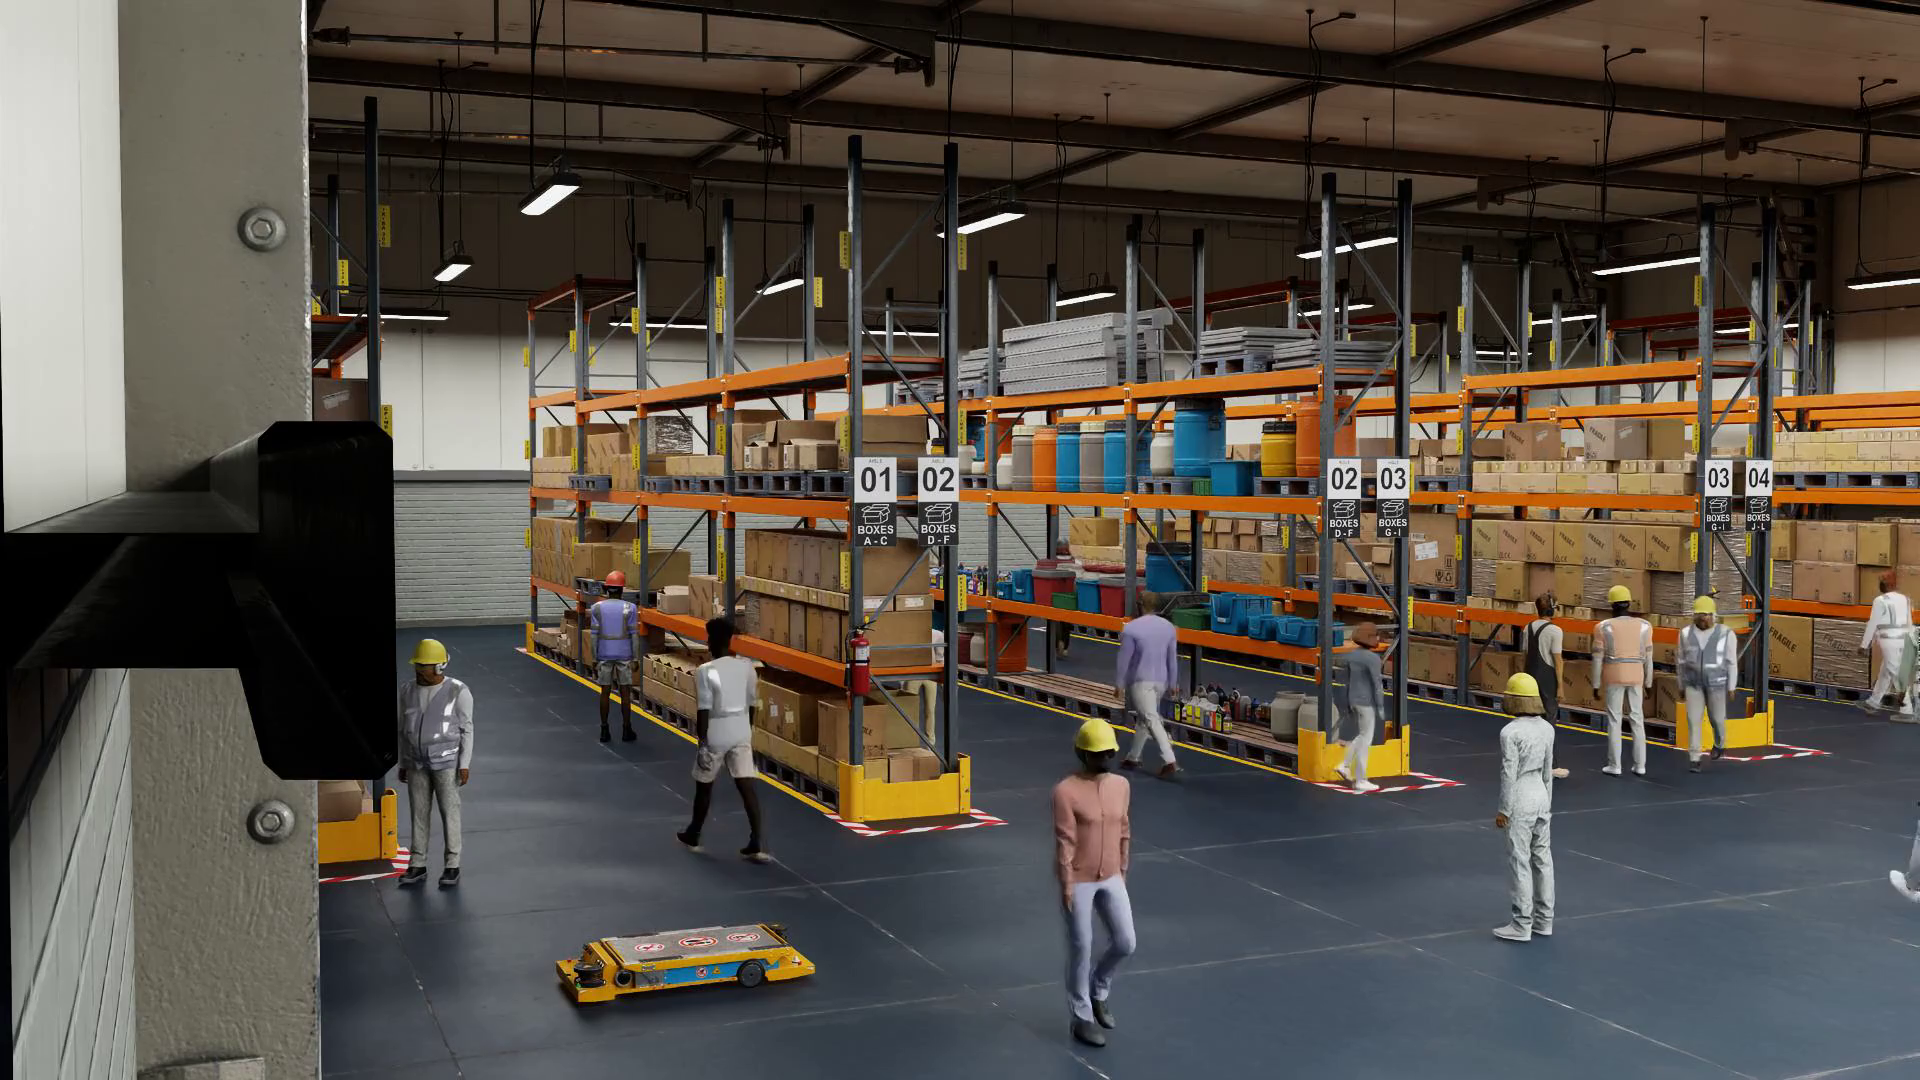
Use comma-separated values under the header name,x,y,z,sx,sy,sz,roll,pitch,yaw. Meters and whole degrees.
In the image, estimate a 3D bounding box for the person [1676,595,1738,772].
name,x,y,z,sx,sy,sz,roll,pitch,yaw
person,7.704,1.462,18.455,0.610,1.810,0.653,1,3,34

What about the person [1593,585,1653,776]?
name,x,y,z,sx,sy,sz,roll,pitch,yaw
person,6.687,1.419,18.103,0.592,1.922,0.396,0,2,3

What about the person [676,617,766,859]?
name,x,y,z,sx,sy,sz,roll,pitch,yaw
person,-1.885,1.571,14.311,0.633,1.910,1.021,-2,3,-42

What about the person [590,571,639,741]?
name,x,y,z,sx,sy,sz,roll,pitch,yaw
person,-3.933,1.319,20.456,0.552,1.936,0.358,0,2,0

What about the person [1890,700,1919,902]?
name,x,y,z,sx,sy,sz,roll,pitch,yaw
person,6.789,1.691,12.373,0.536,1.810,0.987,0,2,1

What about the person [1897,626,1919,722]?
name,x,y,z,sx,sy,sz,roll,pitch,yaw
person,9.346,1.457,17.219,0.606,1.916,0.822,0,2,10

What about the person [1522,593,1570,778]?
name,x,y,z,sx,sy,sz,roll,pitch,yaw
person,5.888,1.457,18.058,0.350,1.846,0.506,-1,2,-25

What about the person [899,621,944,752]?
name,x,y,z,sx,sy,sz,roll,pitch,yaw
person,-0.417,1.512,19.324,0.507,1.632,0.267,0,2,-7

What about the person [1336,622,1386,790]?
name,x,y,z,sx,sy,sz,roll,pitch,yaw
person,3.910,1.598,17.257,0.347,1.625,0.500,-1,2,-17

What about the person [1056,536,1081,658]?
name,x,y,z,sx,sy,sz,roll,pitch,yaw
person,1.676,0.939,29.620,0.685,2.000,0.885,0,2,-12

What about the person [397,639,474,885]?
name,x,y,z,sx,sy,sz,roll,pitch,yaw
person,-3.926,1.646,13.343,0.592,1.828,0.404,0,2,12

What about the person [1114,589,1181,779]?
name,x,y,z,sx,sy,sz,roll,pitch,yaw
person,1.927,1.444,18.103,0.647,1.891,1.059,-1,3,-32

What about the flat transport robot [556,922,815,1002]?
name,x,y,z,sx,sy,sz,roll,pitch,yaw
flat transport robot,-1.658,2.531,10.816,1.431,0.197,0.652,-1,2,-23

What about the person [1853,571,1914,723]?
name,x,y,z,sx,sy,sz,roll,pitch,yaw
person,11.432,1.300,22.166,0.591,1.835,0.954,-1,3,-30

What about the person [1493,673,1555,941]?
name,x,y,z,sx,sy,sz,roll,pitch,yaw
person,3.709,1.746,11.818,0.492,1.742,0.320,-2,3,-35

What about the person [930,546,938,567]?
name,x,y,z,sx,sy,sz,roll,pitch,yaw
person,-0.477,0.680,38.508,0.404,1.829,0.600,0,2,2

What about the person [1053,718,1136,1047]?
name,x,y,z,sx,sy,sz,roll,pitch,yaw
person,0.728,1.827,9.621,0.530,1.752,0.356,-1,3,-29
